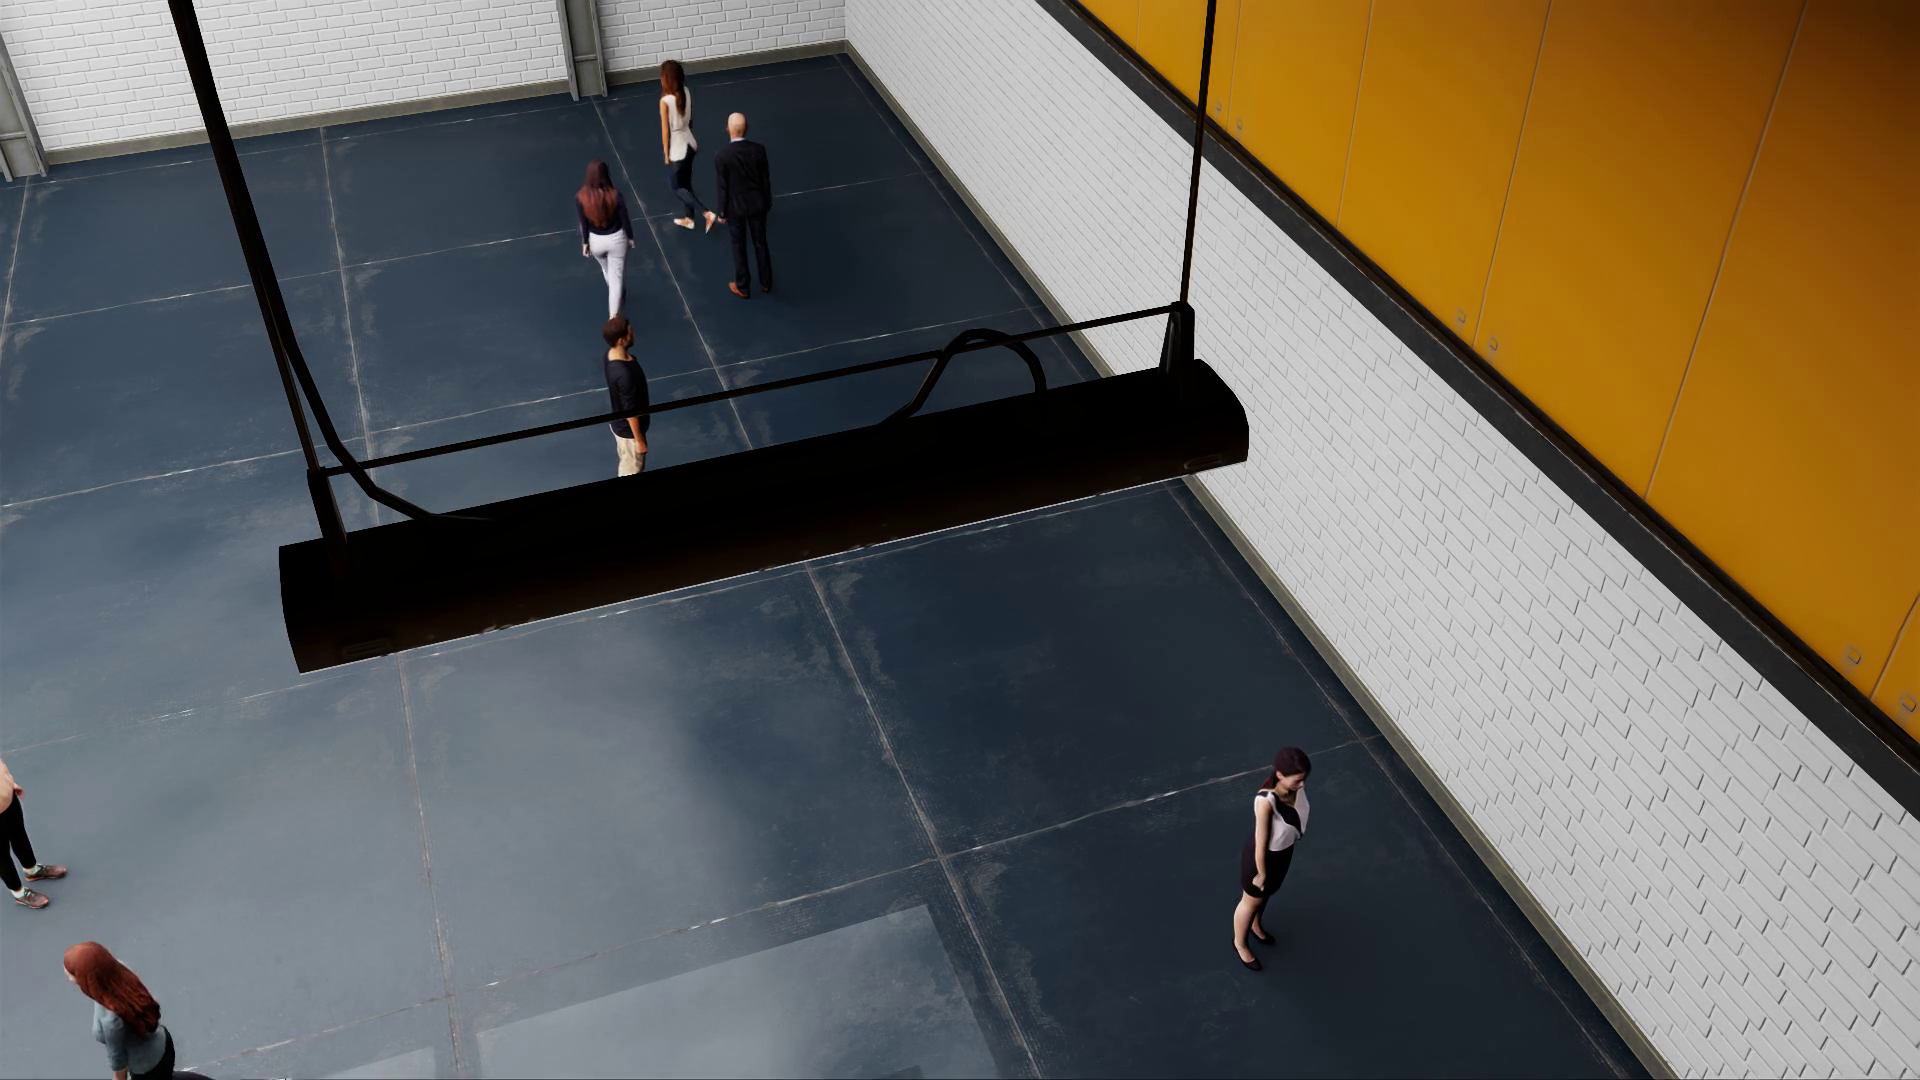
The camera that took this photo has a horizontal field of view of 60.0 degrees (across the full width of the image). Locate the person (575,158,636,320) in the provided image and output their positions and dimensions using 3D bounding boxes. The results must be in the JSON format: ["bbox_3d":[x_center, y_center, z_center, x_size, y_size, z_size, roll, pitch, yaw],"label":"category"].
[{"bbox_3d":[-3.149,-2.595,14.849,1.103,1.568,0.934,1,39,2],"label":"person"}]

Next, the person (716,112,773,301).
[{"bbox_3d":[-1.972,-3.065,15.250,0.544,1.800,0.758,-17,42,-20],"label":"person"}]

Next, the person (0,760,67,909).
[{"bbox_3d":[-5.662,1.546,9.732,0.631,1.482,0.636,2,39,2],"label":"person"}]

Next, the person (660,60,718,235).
[{"bbox_3d":[-2.643,-3.767,16.152,0.933,1.772,0.909,22,43,25],"label":"person"}]

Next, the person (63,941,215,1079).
[{"bbox_3d":[-3.951,2.557,8.267,0.815,1.730,0.569,-11,40,-14],"label":"person"}]

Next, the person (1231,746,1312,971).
[{"bbox_3d":[1.735,1.762,9.327,0.699,1.651,0.615,23,44,26],"label":"person"}]

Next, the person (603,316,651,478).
[{"bbox_3d":[-2.480,-0.843,12.429,0.554,1.850,0.641,-14,41,-17],"label":"person"}]
